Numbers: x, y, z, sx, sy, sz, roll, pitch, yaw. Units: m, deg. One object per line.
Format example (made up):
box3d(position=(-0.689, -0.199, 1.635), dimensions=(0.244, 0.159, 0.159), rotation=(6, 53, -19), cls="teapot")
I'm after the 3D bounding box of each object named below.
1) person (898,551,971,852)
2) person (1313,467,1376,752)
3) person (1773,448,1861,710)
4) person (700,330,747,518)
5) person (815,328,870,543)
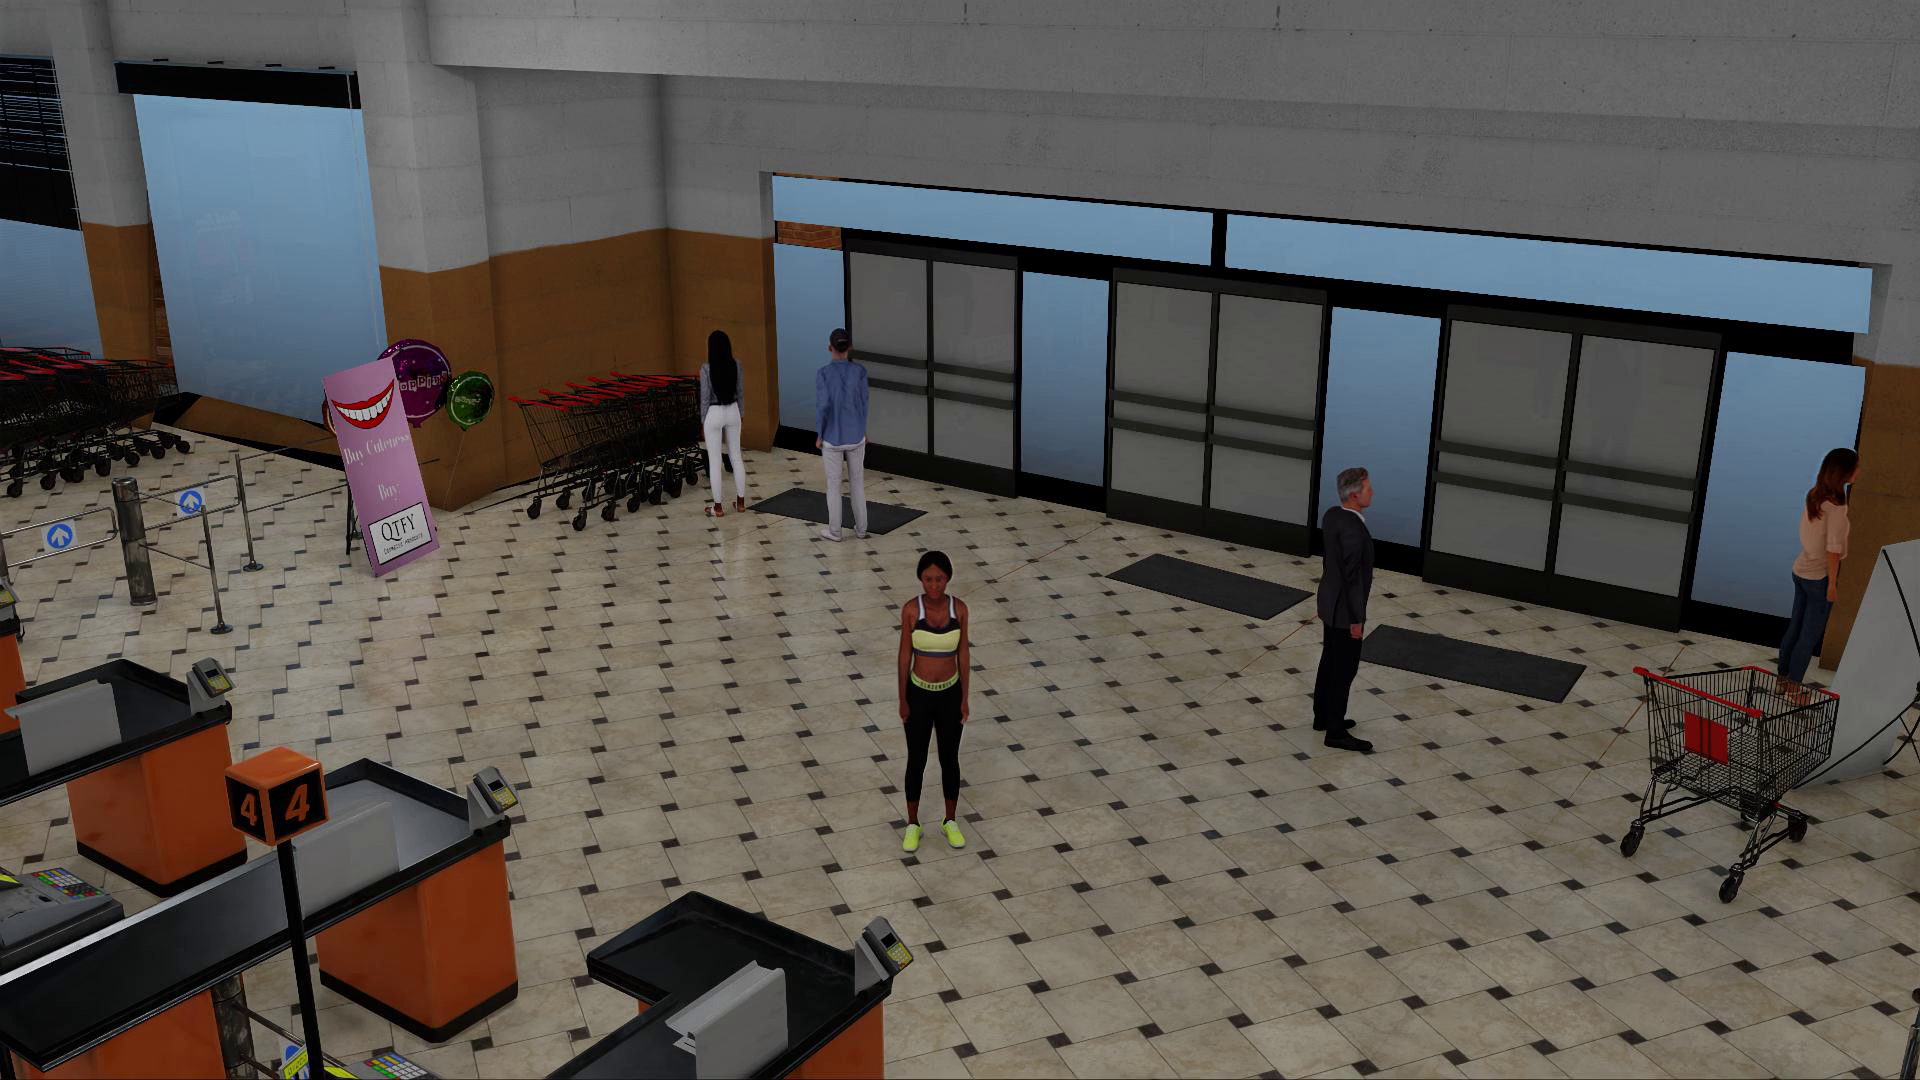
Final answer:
box3d(position=(-0.149, 0.889, 9.314), dimensions=(0.640, 1.755, 0.696), rotation=(-3, 19, -8), cls="person")
box3d(position=(2.452, 0.412, 10.591), dimensions=(0.864, 1.842, 0.775), rotation=(-1, 19, -4), cls="person")
box3d(position=(5.749, 0.241, 11.179), dimensions=(0.734, 1.790, 0.620), rotation=(2, 19, 5), cls="person")
box3d(position=(-2.167, -1.075, 15.186), dimensions=(0.586, 1.725, 0.721), rotation=(-12, 22, -31), cls="person")
box3d(position=(-1.018, -0.914, 14.453), dimensions=(0.691, 1.887, 0.802), rotation=(-8, 20, -22), cls="person")
